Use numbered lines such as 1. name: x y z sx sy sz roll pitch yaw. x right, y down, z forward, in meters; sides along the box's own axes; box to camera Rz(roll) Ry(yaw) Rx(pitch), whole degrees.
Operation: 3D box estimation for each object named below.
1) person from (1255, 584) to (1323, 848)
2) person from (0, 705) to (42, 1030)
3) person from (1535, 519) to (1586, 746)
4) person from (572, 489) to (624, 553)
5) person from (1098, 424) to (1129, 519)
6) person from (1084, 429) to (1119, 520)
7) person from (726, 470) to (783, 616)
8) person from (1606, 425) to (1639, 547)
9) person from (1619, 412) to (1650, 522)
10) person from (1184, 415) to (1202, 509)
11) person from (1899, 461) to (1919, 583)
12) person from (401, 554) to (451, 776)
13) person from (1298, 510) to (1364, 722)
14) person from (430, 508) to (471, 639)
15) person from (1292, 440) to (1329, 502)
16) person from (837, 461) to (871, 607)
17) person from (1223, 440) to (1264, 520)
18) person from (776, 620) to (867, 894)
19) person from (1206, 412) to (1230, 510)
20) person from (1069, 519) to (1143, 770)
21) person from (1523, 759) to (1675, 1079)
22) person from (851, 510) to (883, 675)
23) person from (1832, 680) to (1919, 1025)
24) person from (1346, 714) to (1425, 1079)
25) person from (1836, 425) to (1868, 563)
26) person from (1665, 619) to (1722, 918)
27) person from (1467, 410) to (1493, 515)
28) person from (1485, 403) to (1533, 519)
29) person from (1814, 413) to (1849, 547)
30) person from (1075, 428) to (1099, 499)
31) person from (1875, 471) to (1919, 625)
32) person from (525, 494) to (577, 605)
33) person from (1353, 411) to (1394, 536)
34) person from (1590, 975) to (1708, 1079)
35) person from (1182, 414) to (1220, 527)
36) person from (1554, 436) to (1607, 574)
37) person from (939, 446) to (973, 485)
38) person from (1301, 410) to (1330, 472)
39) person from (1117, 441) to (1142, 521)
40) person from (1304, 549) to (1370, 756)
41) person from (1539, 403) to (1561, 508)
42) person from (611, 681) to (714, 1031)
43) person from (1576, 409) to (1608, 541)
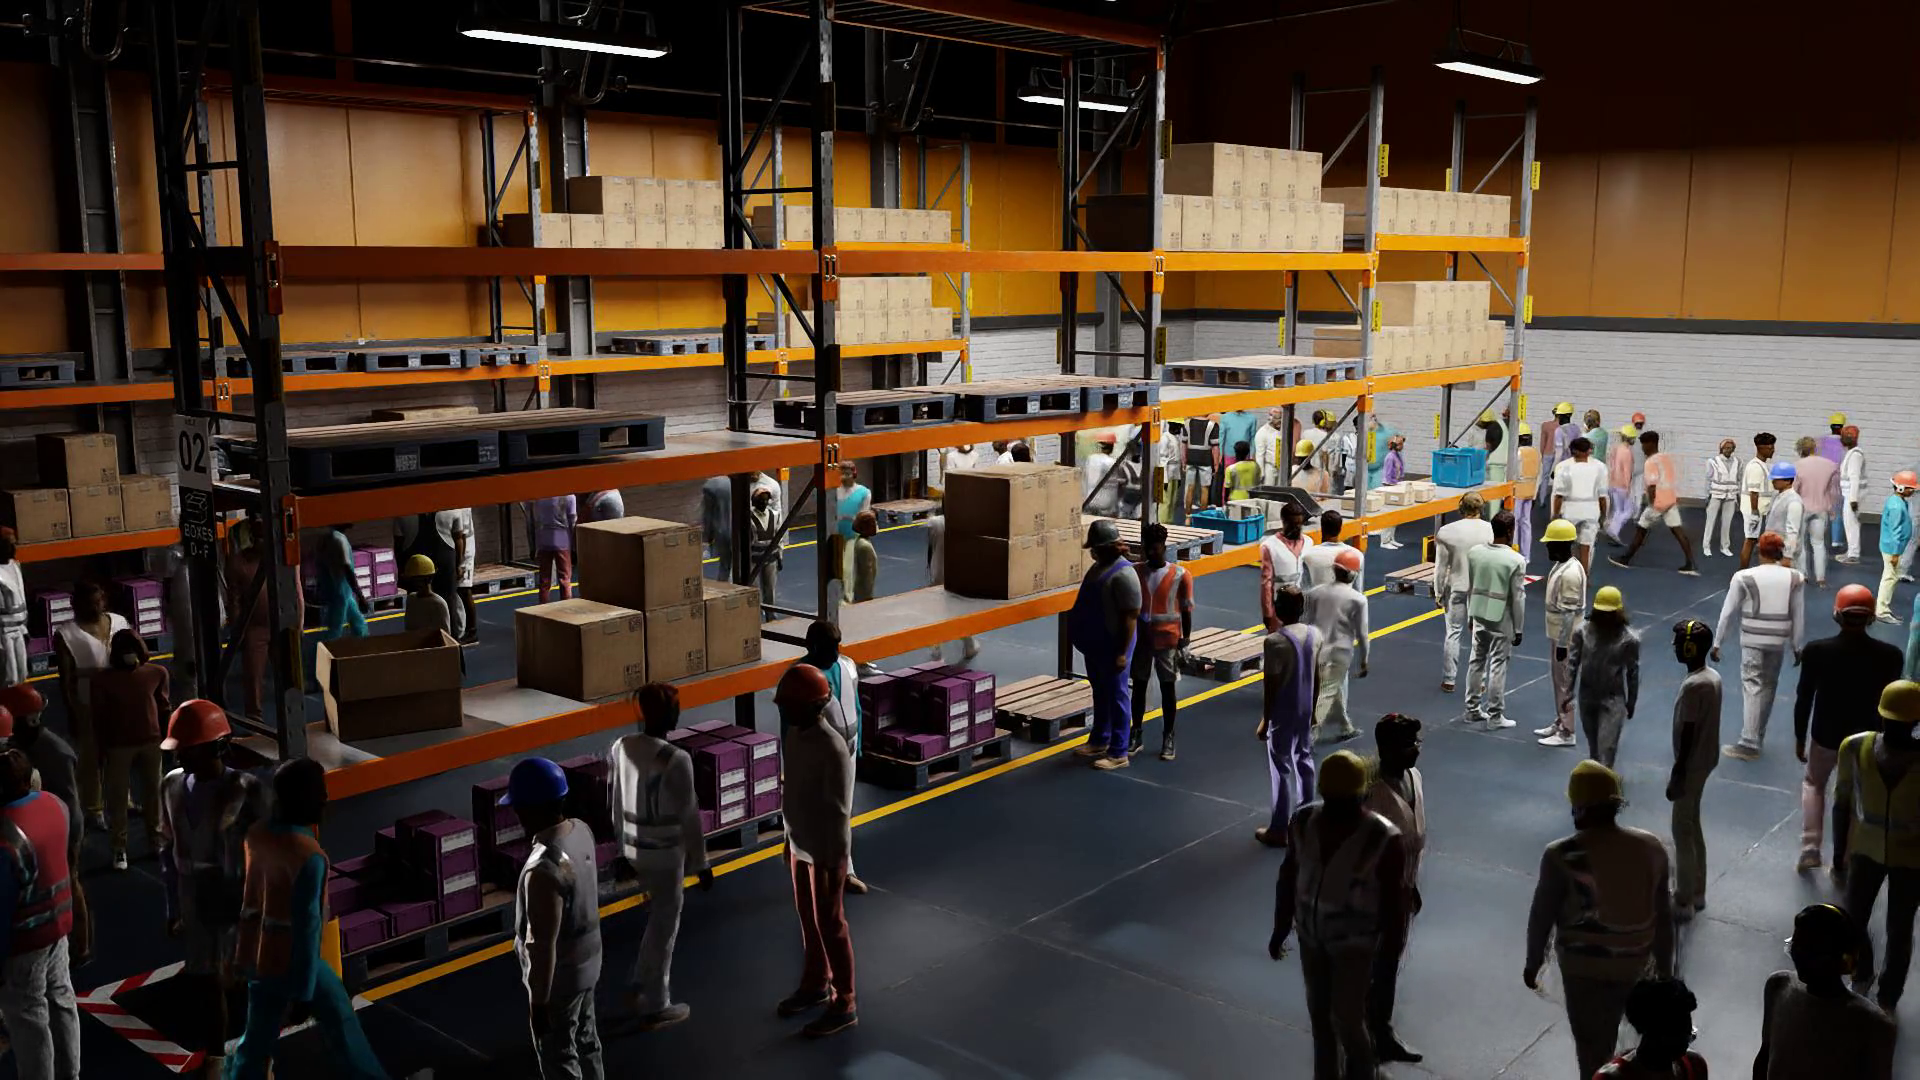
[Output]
1. person: 2.294 1.218 11.599 0.517 1.843 0.325 -6 11 -32
2. person: -5.204 1.744 8.901 0.572 1.703 0.876 -5 11 -28
3. person: 5.053 0.778 14.015 0.399 1.919 0.589 2 10 13
4. person: -3.833 0.106 17.651 0.537 2.000 0.678 -4 10 -24
5. person: 2.425 -1.175 25.532 0.666 1.964 0.695 8 12 39
6. person: 1.756 -0.477 21.533 0.645 1.915 0.559 -5 11 -30
7. person: -2.360 -0.054 19.050 0.653 1.899 0.400 -1 10 -4
8. person: 9.457 -0.762 23.684 0.372 1.743 0.539 0 10 -3
9. person: 10.540 -1.126 25.924 0.564 1.738 0.424 2 10 10
10. person: 3.869 -1.311 27.384 0.394 1.618 0.566 5 11 26
11. person: 12.305 -0.370 21.073 0.994 1.855 0.665 -4 10 -23
12. person: -4.246 0.985 13.222 0.523 1.769 0.315 7 12 37
13. person: 3.237 0.691 14.576 0.599 1.905 0.391 -2 10 -12
14. person: -5.487 0.147 17.677 0.604 1.949 0.389 0 10 -2
15. person: 4.174 -0.267 20.226 0.594 1.922 0.387 5 11 29
16. person: -1.327 -0.006 19.093 0.628 1.784 0.843 5 11 25
17. person: 3.793 -0.484 22.235 0.565 1.688 0.320 -2 10 -11
18. person: -0.865 1.400 10.572 0.429 1.831 0.635 9 13 42
19. person: 4.229 -1.436 27.235 0.394 1.918 0.583 -8 12 -38
20. person: 1.144 0.820 13.388 0.536 2.000 0.672 -3 10 -18
21. person: 2.898 1.898 7.685 0.617 1.801 0.724 -2 10 -9
22. person: -0.932 0.513 16.429 0.283 1.634 0.498 -2 10 -12
23. person: 4.904 1.659 8.780 0.594 1.914 0.440 8 12 39
24. person: 2.130 1.761 8.352 0.390 1.846 0.564 8 12 40
25. person: 12.051 -0.615 22.465 0.373 1.870 0.608 4 10 25
26. person: 4.543 1.419 10.382 0.339 1.856 0.525 7 12 36
27. person: 8.356 -1.228 26.580 0.515 1.707 0.630 4 10 20
28. person: 8.368 -1.192 25.400 0.700 2.000 0.972 5 11 25
29. person: 12.479 -0.858 23.786 0.592 1.919 0.399 8 13 41
30. person: 2.061 -1.344 27.158 0.527 1.762 0.340 4 10 20
31. person: 10.536 0.082 18.704 0.352 1.738 0.573 5 11 28
32. person: -4.474 0.053 18.333 0.585 1.920 0.382 1 10 7
33. person: 6.113 -0.983 24.691 0.718 1.861 0.768 9 13 42
34. person: 2.326 2.286 5.660 0.540 1.697 0.316 -5 11 -28
35. person: 3.689 -1.193 25.450 0.612 2.031 0.403 5 11 29
36. person: 7.565 -0.290 20.292 0.634 1.939 0.432 2 10 12
37. person: -0.061 -0.974 24.692 0.505 1.842 0.345 -1 10 -3
38. person: 5.309 -1.030 25.054 0.495 1.842 0.534 -8 13 -41
39. person: 2.357 -0.552 22.814 0.543 1.657 0.899 -3 10 -16
40. person: 3.092 0.927 13.798 0.907 1.708 0.588 -7 12 -38
41. person: 9.826 -1.385 27.422 0.532 1.754 0.340 7 12 37
42. person: -1.587 1.671 8.837 0.445 1.870 0.587 -9 13 -43
43. person: 9.181 -0.934 24.184 0.371 1.934 0.627 7 12 36
